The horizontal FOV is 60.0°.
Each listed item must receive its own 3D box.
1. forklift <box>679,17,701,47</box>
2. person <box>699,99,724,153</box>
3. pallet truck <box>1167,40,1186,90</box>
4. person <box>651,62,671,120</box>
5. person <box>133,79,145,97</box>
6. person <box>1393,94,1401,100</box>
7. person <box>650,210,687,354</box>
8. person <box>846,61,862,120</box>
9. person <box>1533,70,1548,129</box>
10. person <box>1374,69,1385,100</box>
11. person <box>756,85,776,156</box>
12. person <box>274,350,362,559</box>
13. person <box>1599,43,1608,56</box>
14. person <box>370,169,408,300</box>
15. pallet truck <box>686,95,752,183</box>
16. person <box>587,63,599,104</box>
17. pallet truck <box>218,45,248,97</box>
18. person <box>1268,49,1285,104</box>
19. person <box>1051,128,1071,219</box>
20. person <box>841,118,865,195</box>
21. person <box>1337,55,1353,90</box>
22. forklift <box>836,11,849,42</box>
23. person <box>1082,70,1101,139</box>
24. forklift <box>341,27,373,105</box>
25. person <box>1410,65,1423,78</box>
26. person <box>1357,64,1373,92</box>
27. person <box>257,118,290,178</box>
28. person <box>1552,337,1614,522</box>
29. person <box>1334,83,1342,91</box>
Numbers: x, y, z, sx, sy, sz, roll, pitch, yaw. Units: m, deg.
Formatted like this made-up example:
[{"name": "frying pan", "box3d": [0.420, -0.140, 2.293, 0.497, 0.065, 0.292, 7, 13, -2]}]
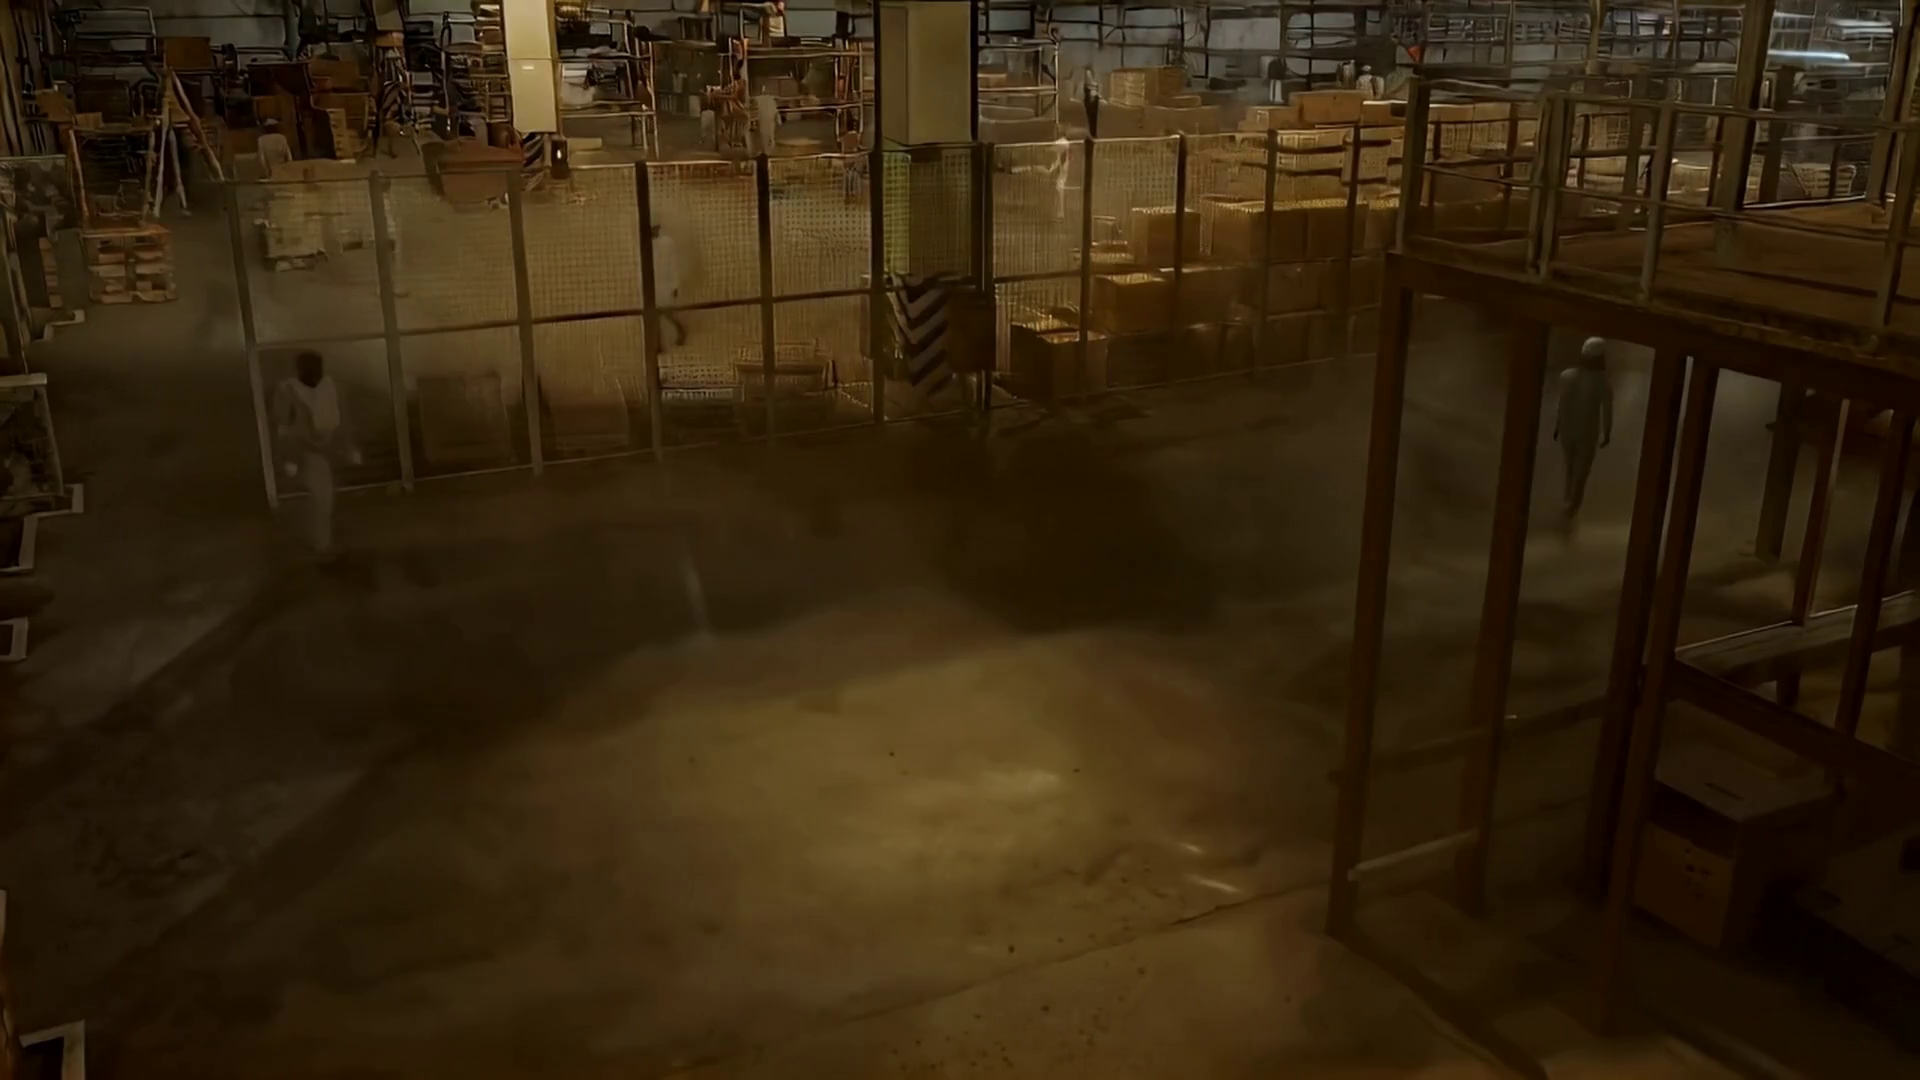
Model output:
[{"name": "forklift", "box3d": [-11.727, -21.318, 72.468, 1.129, 2.768, 1.873, 11, 22, 28]}, {"name": "person", "box3d": [-6.086, -9.968, 41.166, 0.657, 1.817, 0.740, 18, 26, 42]}, {"name": "pallet truck", "box3d": [9.045, -19.971, 69.895, 0.823, 1.965, 1.885, -3, 19, -8]}, {"name": "person", "box3d": [-10.114, -15.171, 56.159, 0.652, 1.882, 1.041, -10, 21, -26]}, {"name": "person", "box3d": [-25.303, -13.405, 51.420, 0.521, 1.632, 0.312, 6, 20, 18]}, {"name": "person", "box3d": [10.936, -10.270, 41.921, 0.616, 1.893, 0.723, 15, 24, 38]}, {"name": "person", "box3d": [-3.953, -3.430, 22.074, 0.548, 1.921, 0.625, 10, 21, 26]}, {"name": "person", "box3d": [-3.615, -15.180, 56.119, 0.645, 1.926, 0.608, -7, 20, -20]}, {"name": "person", "box3d": [17.902, -13.454, 51.127, 0.559, 1.916, 0.788, -4, 19, -11]}, {"name": "person", "box3d": [14.201, -15.132, 56.413, 0.315, 1.636, 0.515, 4, 19, 11]}, {"name": "person", "box3d": [-5.178, -11.158, 44.440, 0.361, 1.937, 0.634, 15, 24, 37]}, {"name": "person", "box3d": [-5.526, -0.754, 14.466, 0.620, 1.821, 0.636, 10, 21, 26]}, {"name": "person", "box3d": [28.305, -20.950, 73.060, 0.625, 1.791, 1.013, -10, 21, -27]}, {"name": "person", "box3d": [-8.867, -4.718, 25.688, 0.392, 1.991, 0.612, -12, 23, -32]}, {"name": "pallet truck", "box3d": [-5.836, -9.608, 39.856, 0.823, 1.965, 1.885, 10, 22, 27]}, {"name": "person", "box3d": [-13.018, -16.147, 58.915, 0.383, 1.924, 0.594, -9, 21, -25]}, {"name": "pallet truck", "box3d": [-28.879, -18.665, 66.111, 0.823, 1.965, 1.885, -3, 19, -9]}, {"name": "person", "box3d": [11.846, -17.354, 62.311, 0.609, 1.996, 0.383, 6, 20, 17]}, {"name": "person", "box3d": [2.062, -7.474, 33.918, 0.401, 1.840, 0.569, -7, 20, -20]}, {"name": "person", "box3d": [-2.406, -8.622, 37.451, 0.533, 1.697, 0.318, -1, 19, -3]}, {"name": "person", "box3d": [14.015, -16.718, 60.665, 0.597, 1.863, 0.662, 7, 20, 20]}, {"name": "forklift", "box3d": [-5.872, -25.019, 83.195, 1.873, 2.768, 1.129, -9, 21, -25]}, {"name": "person", "box3d": [3.897, -12.931, 49.424, 0.537, 2.000, 0.679, -3, 19, -7]}, {"name": "forklift", "box3d": [-22.275, -17.346, 60.954, 1.873, 2.768, 1.129, -9, 21, -25]}, {"name": "person", "box3d": [15.842, -15.669, 57.877, 0.535, 1.697, 0.322, -10, 21, -27]}, {"name": "person", "box3d": [13.062, -14.332, 53.640, 0.542, 1.938, 0.358, 15, 24, 38]}, {"name": "person", "box3d": [-14.507, -7.957, 35.216, 0.609, 1.906, 0.597, -4, 19, -11]}, {"name": "person", "box3d": [5.795, -1.039, 15.426, 0.502, 1.722, 0.602, 15, 24, 36]}, {"name": "person", "box3d": [10.602, -11.822, 46.509, 0.697, 1.843, 0.549, 4, 19, 11]}]
